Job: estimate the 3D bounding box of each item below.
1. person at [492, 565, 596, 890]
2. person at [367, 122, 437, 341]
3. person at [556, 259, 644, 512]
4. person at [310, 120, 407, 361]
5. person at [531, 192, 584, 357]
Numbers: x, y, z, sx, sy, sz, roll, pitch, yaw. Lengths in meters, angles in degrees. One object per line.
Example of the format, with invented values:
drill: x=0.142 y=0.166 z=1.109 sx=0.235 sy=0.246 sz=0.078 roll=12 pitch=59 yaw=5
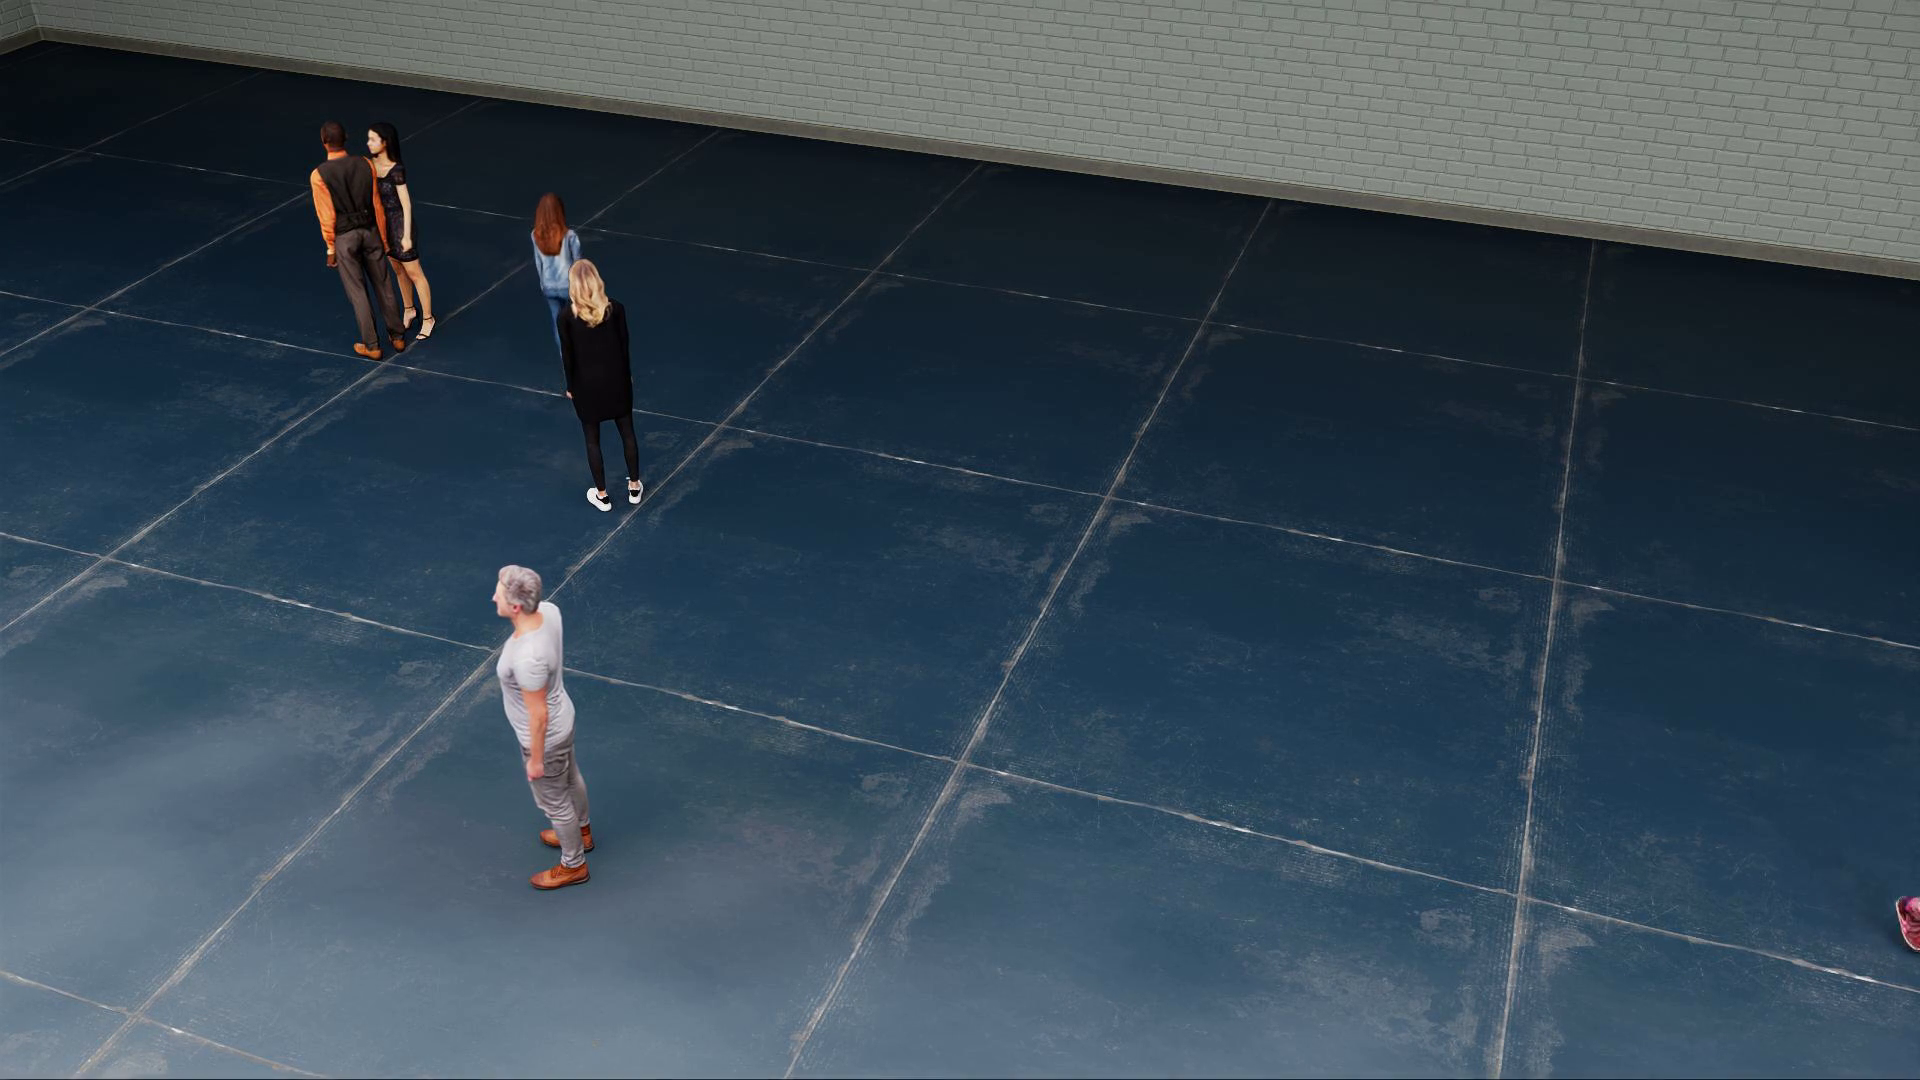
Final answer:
person: x=-2.005 y=0.902 z=8.068 sx=0.826 sy=1.830 sz=0.651 roll=-2 pitch=33 yaw=-3
person: x=-4.479 y=-2.468 z=13.285 sx=0.654 sy=1.791 sz=0.614 roll=26 pitch=41 yaw=34
person: x=-2.386 y=-1.024 z=11.056 sx=0.677 sy=1.801 sz=0.733 roll=-14 pitch=35 yaw=-20
person: x=-4.697 y=-2.332 z=12.970 sx=0.722 sy=1.908 sz=0.844 roll=-25 pitch=41 yaw=-33
person: x=-3.078 y=-1.918 z=12.736 sx=0.615 sy=1.468 sz=0.601 roll=4 pitch=33 yaw=6
